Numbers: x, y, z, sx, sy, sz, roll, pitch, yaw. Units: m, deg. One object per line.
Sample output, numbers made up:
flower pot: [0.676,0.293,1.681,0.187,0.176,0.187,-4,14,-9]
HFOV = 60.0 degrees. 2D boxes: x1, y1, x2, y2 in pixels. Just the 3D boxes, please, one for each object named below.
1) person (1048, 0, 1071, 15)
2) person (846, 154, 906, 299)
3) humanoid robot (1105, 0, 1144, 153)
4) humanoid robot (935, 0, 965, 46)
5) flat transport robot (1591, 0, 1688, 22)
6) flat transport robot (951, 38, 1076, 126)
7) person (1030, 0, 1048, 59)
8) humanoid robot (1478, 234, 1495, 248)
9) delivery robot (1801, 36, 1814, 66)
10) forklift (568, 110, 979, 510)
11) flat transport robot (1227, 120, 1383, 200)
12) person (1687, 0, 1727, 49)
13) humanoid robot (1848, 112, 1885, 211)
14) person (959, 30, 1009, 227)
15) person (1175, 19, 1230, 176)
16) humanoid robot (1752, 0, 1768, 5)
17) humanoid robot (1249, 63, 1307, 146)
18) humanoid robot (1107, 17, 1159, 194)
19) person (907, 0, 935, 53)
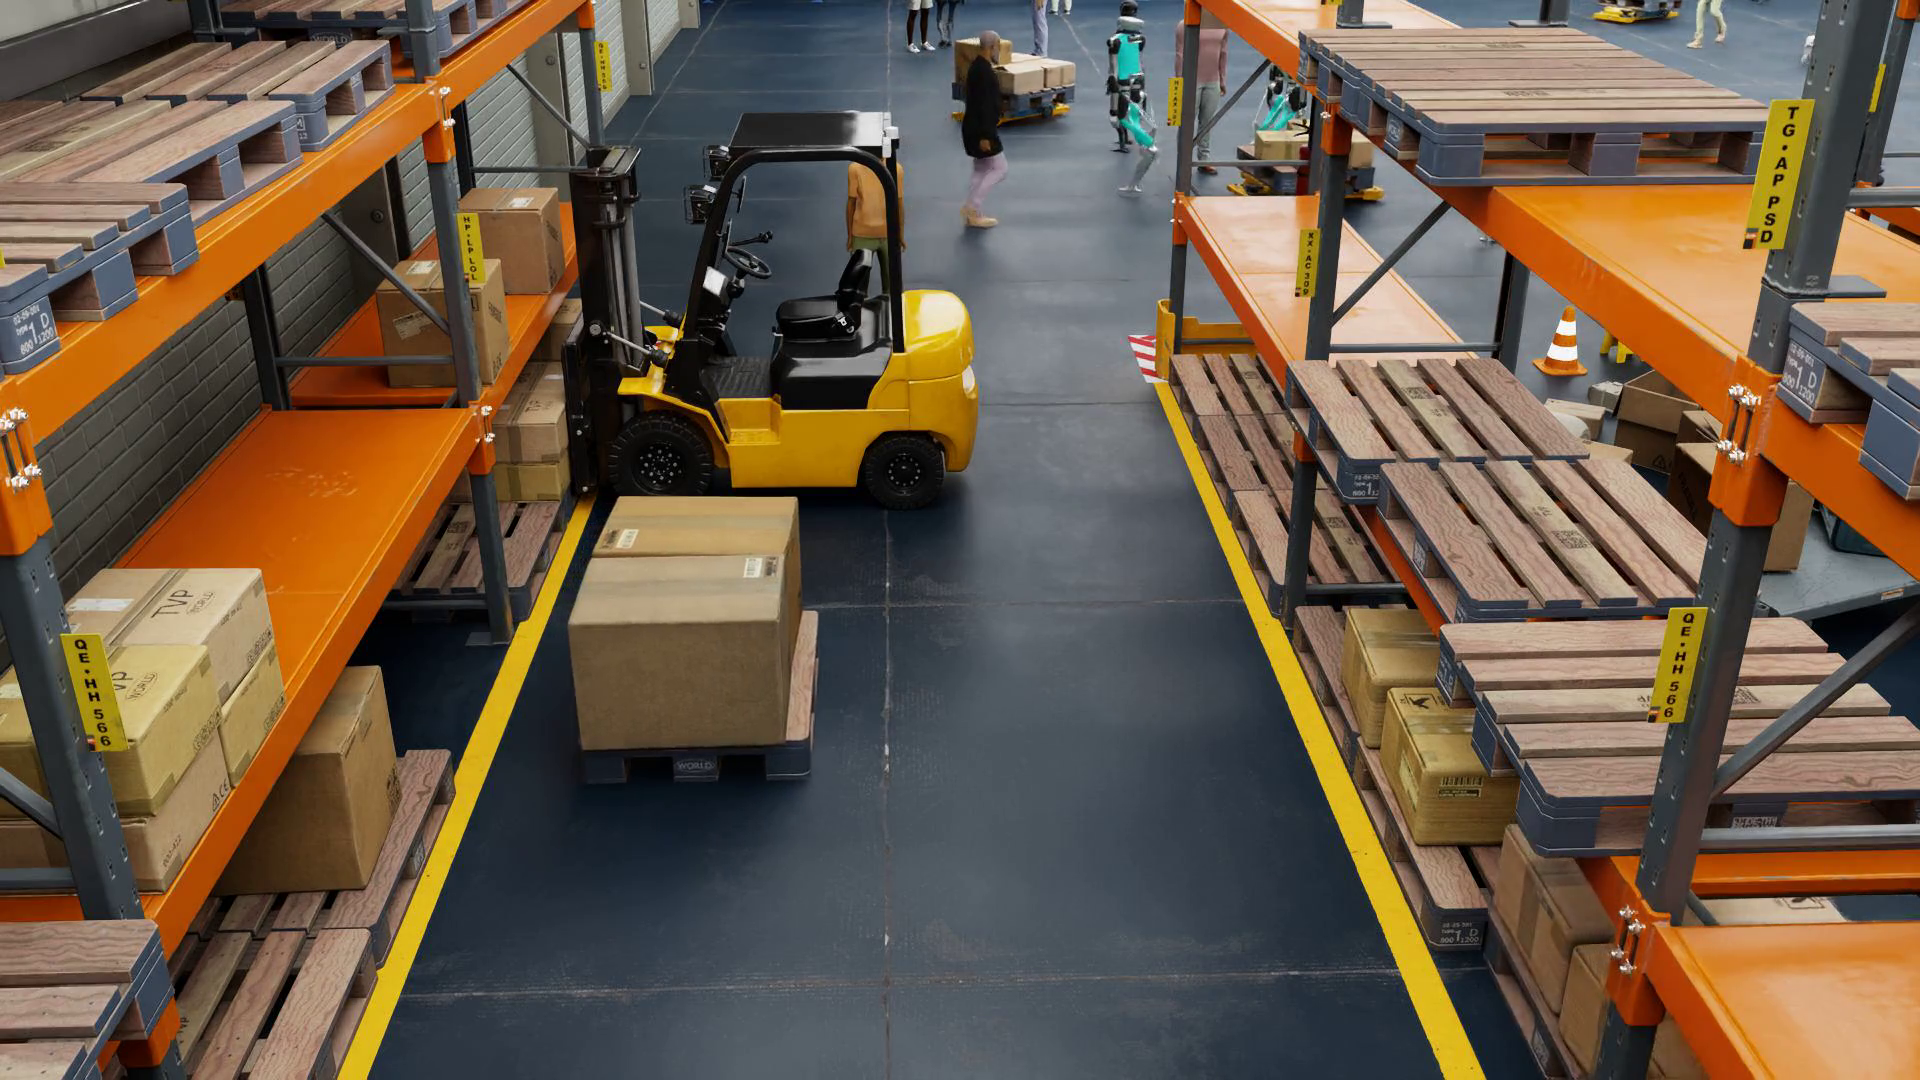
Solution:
person: [1.726,-9.993,28.727,0.572,1.748,0.341,-9,27,-18]
person: [-0.624,-2.247,12.365,0.449,1.718,0.356,-2,25,-5]
humanoid robot: [1.845,-5.196,18.655,0.340,1.654,0.610,15,29,29]
humanoid robot: [-0.199,-8.417,25.510,0.597,1.652,0.378,-8,26,-17]
flat transport robot: [11.554,-9.017,28.400,1.431,0.231,0.659,-16,30,-30]
flat transport robot: [0.632,-5.356,20.646,1.431,0.231,0.659,-22,33,-38]
person: [1.155,-7.916,24.220,0.385,1.845,0.569,-4,26,-8]
humanoid robot: [4.954,-3.480,15.080,0.794,1.864,0.534,4,26,9]
delivery robot: [12.592,-7.139,24.099,0.807,0.606,0.499,-15,29,-29]
forklift: [-1.043,-1.379,9.976,2.313,2.155,1.214,-1,25,-2]
flat transport robot: [3.502,-3.596,16.918,1.431,0.231,0.659,-5,26,-11]
person: [11.534,-8.467,25.361,0.652,1.870,0.545,-17,30,-31]
humanoid robot: [7.598,-2.970,13.954,0.448,1.644,0.613,10,27,20]
person: [0.233,-3.816,15.547,0.435,1.834,0.574,-3,25,-7]
person: [2.553,-4.838,17.595,0.630,1.940,0.373,-10,27,-21]
humanoid robot: [14.541,-10.528,30.008,0.597,1.655,0.709,-8,27,-17]
humanoid robot: [3.235,-4.507,17.104,0.676,1.775,0.539,-16,30,-31]
humanoid robot: [1.817,-4.290,16.725,0.721,1.825,0.561,20,32,37]
person: [-0.615,-8.319,25.028,0.539,1.893,0.376,-21,33,-38]
